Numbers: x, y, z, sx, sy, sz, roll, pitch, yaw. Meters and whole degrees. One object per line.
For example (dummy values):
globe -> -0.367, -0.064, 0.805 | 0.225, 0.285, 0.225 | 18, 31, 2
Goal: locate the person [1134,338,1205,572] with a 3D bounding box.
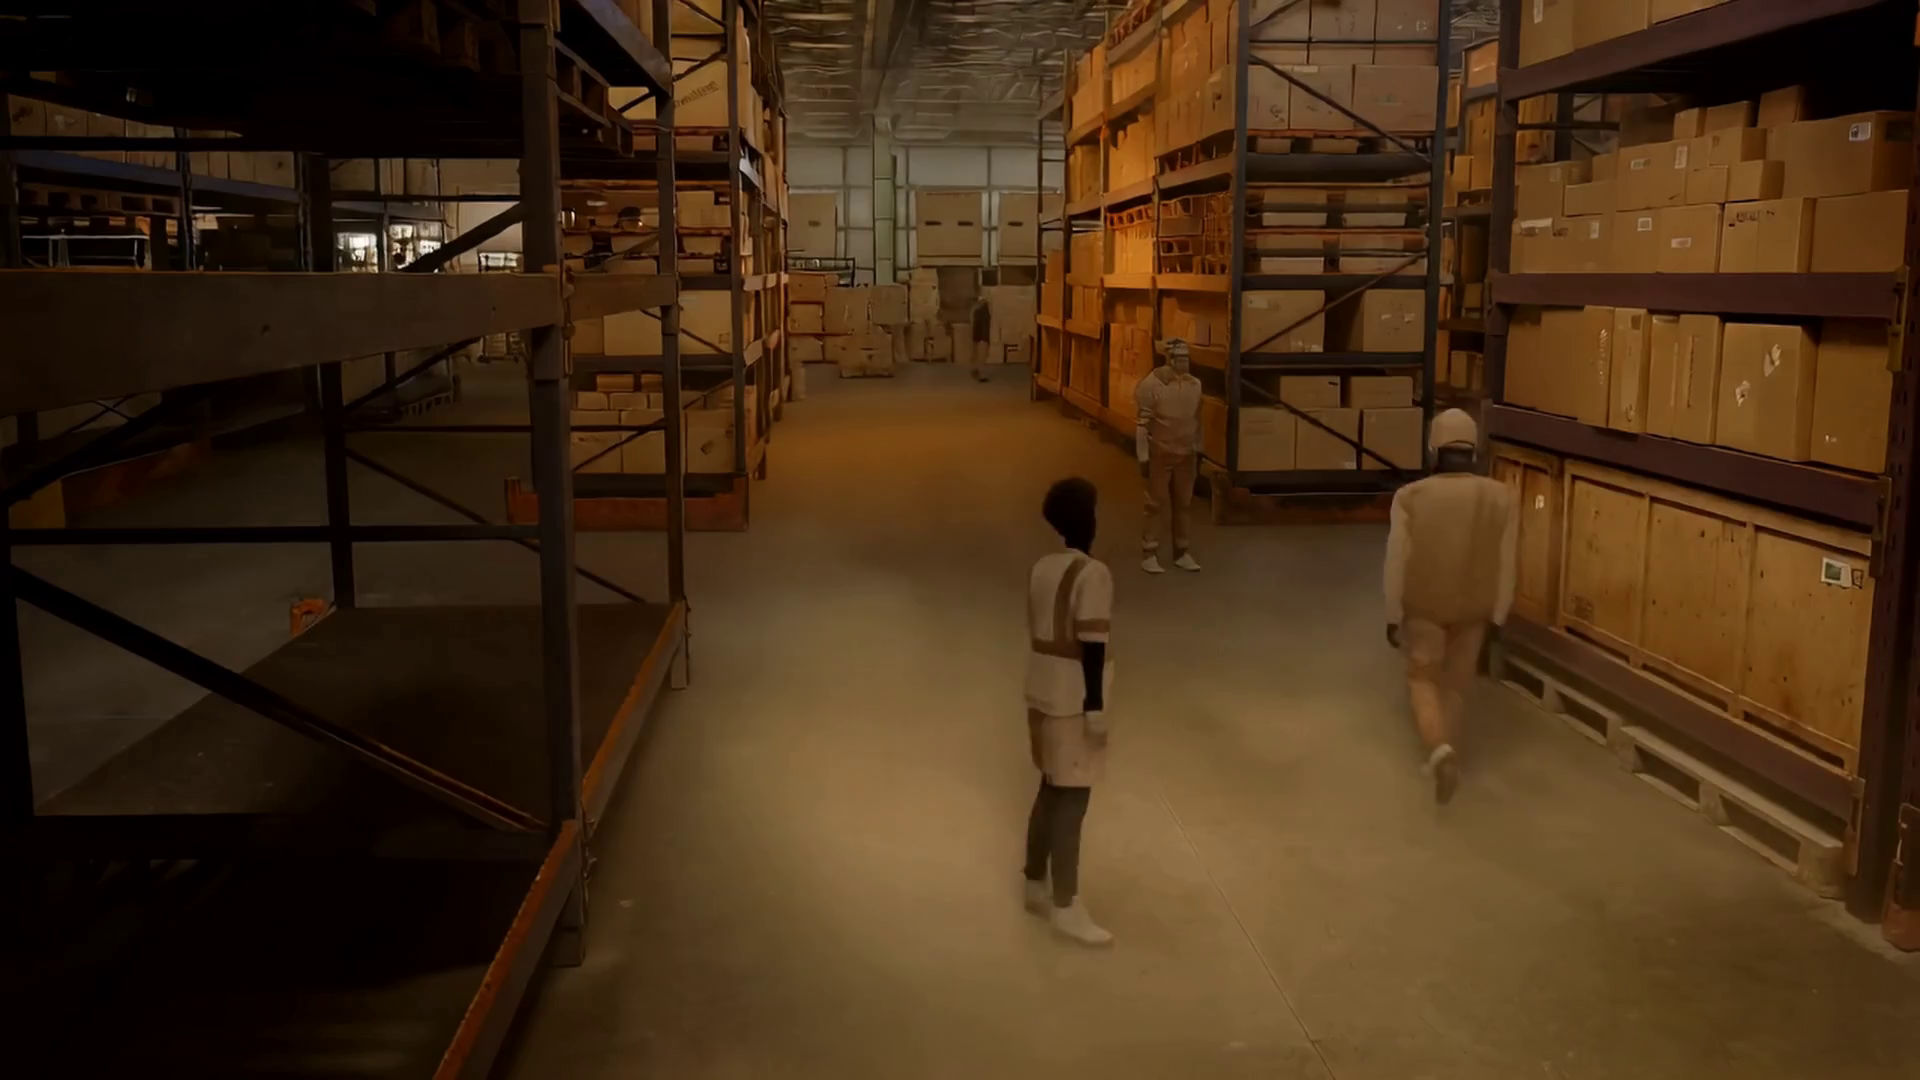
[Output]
person -> 1.729, -0.688, 13.538 | 0.642, 1.900, 0.400 | -4, 10, -25

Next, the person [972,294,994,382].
person -> 0.508, -4.517, 37.283 | 0.474, 1.982, 0.611 | -6, 11, -33

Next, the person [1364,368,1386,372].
person -> 6.633, -2.732, 26.556 | 0.430, 1.838, 0.619 | 5, 10, 29

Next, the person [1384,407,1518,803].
person -> 2.225, 0.308, 7.542 | 0.598, 1.814, 0.673 | 0, 9, -1

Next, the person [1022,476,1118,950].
person -> 0.410, 0.616, 6.067 | 0.318, 1.668, 0.633 | -3, 9, -18
